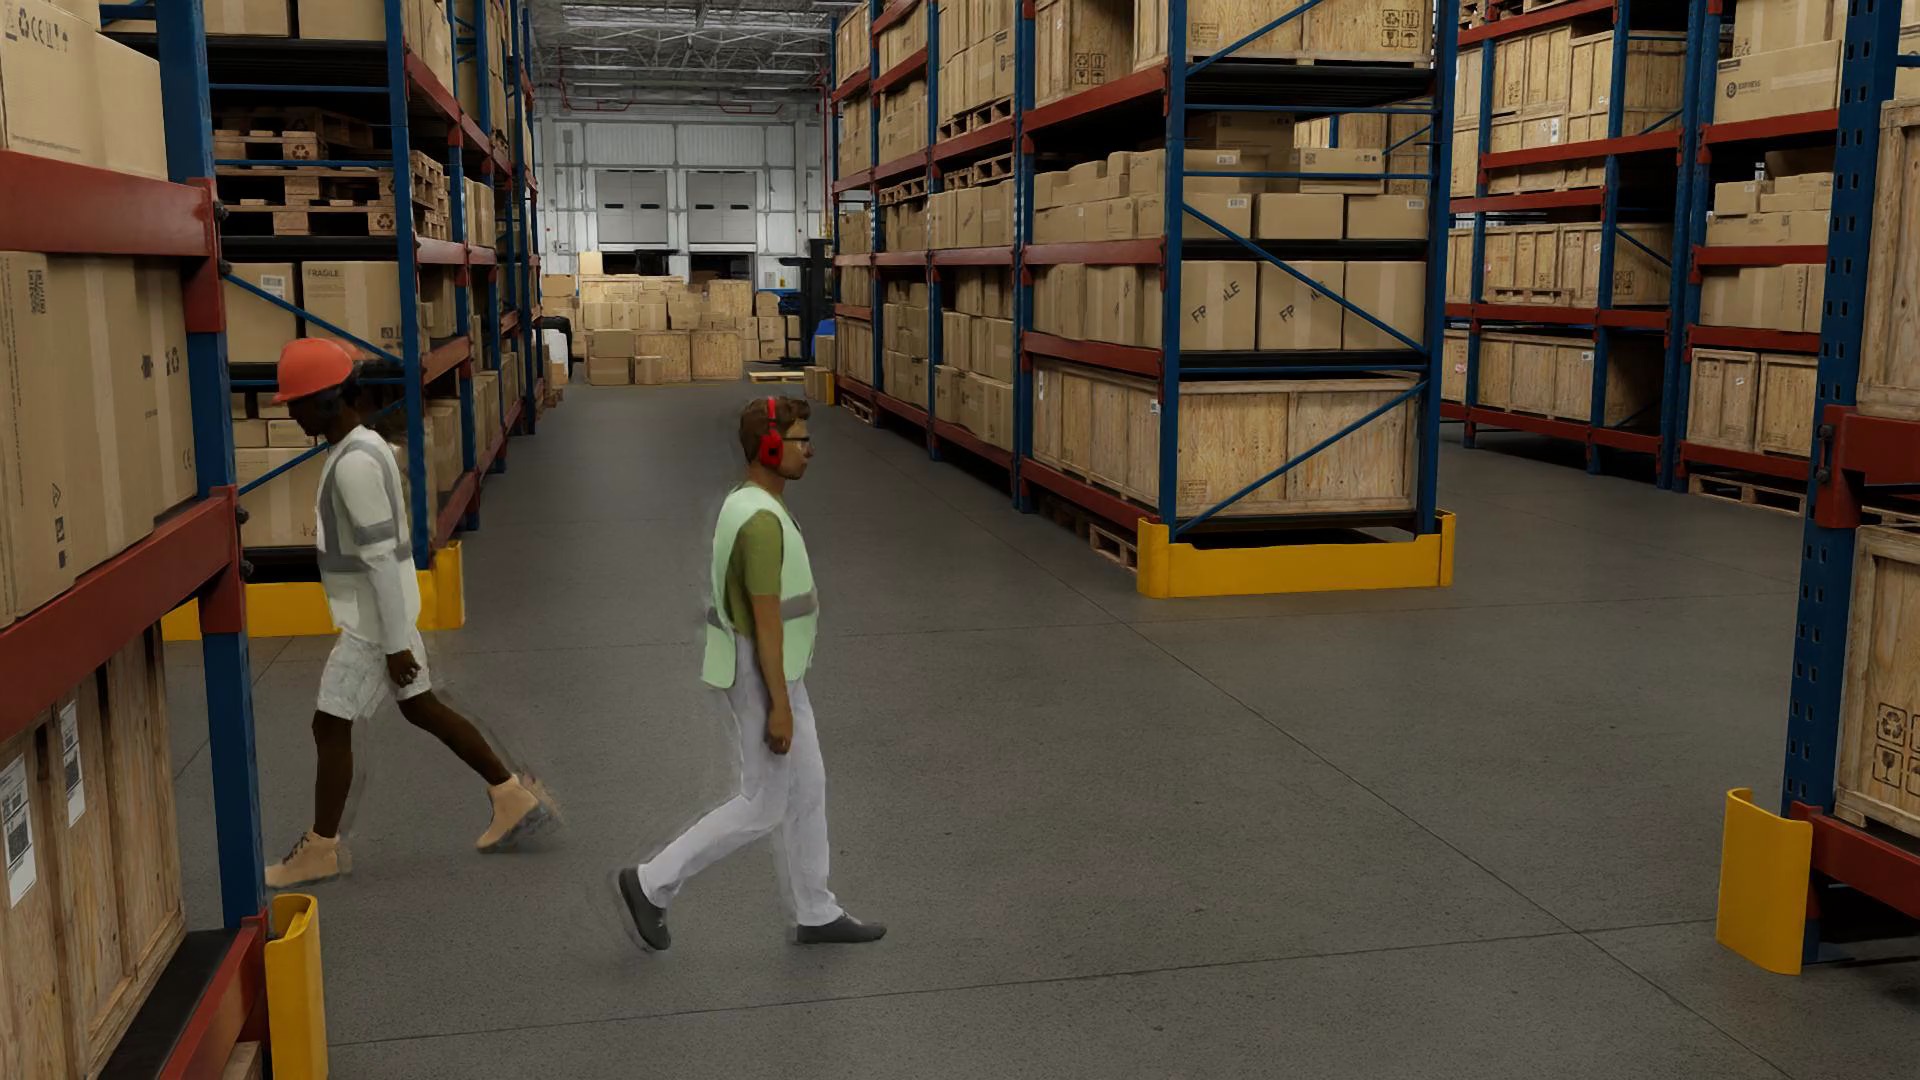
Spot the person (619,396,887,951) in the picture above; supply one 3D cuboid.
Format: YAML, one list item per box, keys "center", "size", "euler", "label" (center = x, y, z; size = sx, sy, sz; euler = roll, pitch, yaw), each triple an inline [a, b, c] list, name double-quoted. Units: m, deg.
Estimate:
- center: [-0.666, 0.448, 5.317]
  size: [0.783, 1.824, 0.581]
  euler: [-1, 9, -4]
  label: "person"

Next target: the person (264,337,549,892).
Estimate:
- center: [-2.039, 0.256, 6.007]
  size: [1.029, 1.993, 0.643]
  euler: [-3, 10, -17]
  label: "person"

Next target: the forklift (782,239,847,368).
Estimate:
- center: [-2.797, -5.110, 35.969]
  size: [1.873, 2.768, 1.129]
  euler: [7, 12, 37]
  label: "forklift"

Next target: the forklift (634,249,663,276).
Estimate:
- center: [-10.535, -8.469, 56.446]
  size: [1.129, 2.768, 1.873]
  euler: [-8, 12, -39]
  label: "forklift"

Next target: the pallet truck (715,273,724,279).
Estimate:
- center: [-8.580, -8.986, 62.280]
  size: [1.885, 1.965, 0.823]
  euler: [1, 9, 5]
  label: "pallet truck"
